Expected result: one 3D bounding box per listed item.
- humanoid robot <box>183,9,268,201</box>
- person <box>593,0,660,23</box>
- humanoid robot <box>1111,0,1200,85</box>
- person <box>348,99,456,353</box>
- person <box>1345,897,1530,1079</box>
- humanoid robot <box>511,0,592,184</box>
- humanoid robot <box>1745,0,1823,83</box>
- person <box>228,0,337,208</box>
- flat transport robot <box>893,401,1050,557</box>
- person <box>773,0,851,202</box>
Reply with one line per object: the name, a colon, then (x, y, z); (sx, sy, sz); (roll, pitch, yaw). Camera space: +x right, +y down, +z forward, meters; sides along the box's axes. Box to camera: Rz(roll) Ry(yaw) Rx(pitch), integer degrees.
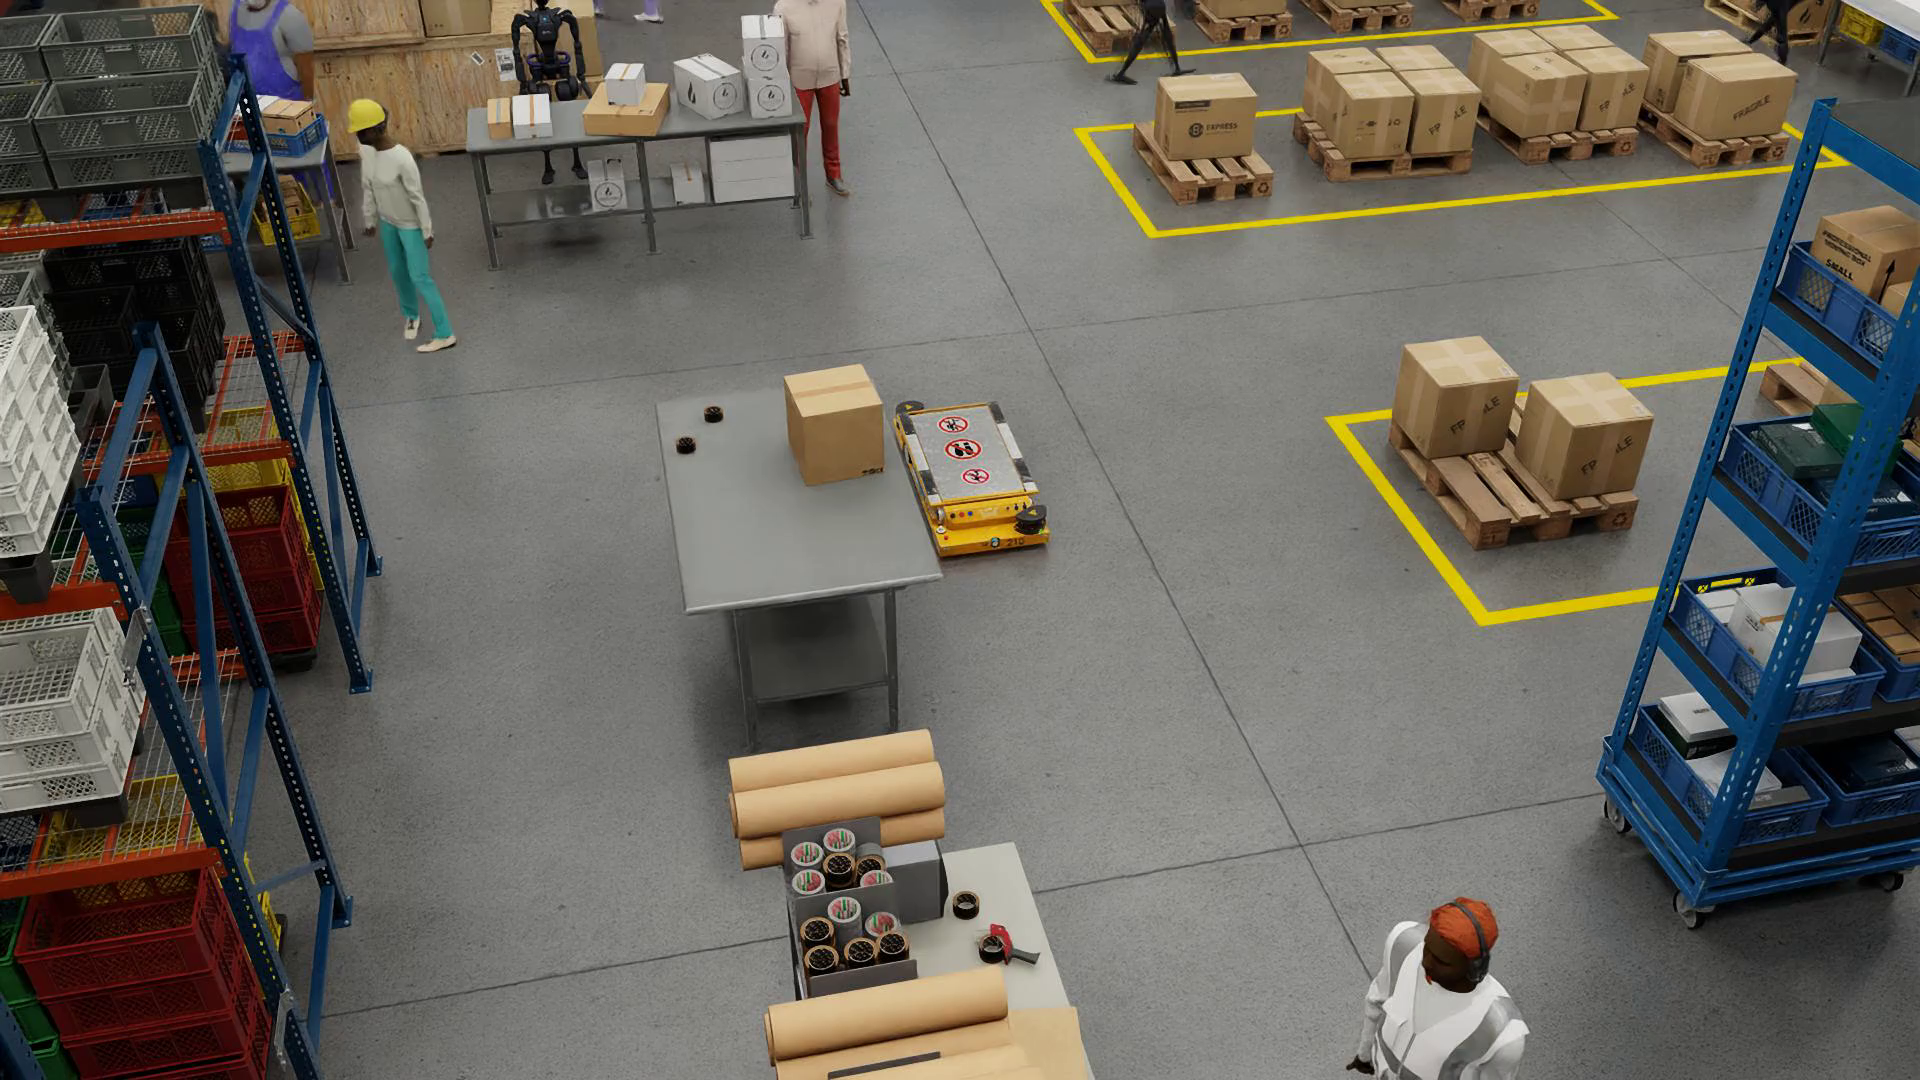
humanoid robot: (-5.553, -3.229, 12.714); (0.598, 1.665, 0.329); (-14, 39, -18)
person: (-3.445, -6.051, 16.343); (0.995, 1.872, 0.591); (17, 40, 22)
humanoid robot: (1.786, -4.931, 15.050); (0.820, 1.614, 0.601); (0, 37, 0)
person: (-3.759, -2.117, 11.161); (0.543, 1.746, 0.361); (25, 43, 29)
person: (1.570, 1.885, 5.668); (0.361, 1.882, 0.573); (-22, 42, -26)
humanoid robot: (-3.262, -3.674, 13.297); (0.585, 1.660, 0.331); (-12, 38, -16)
humanoid robot: (7.620, -5.084, 15.269); (0.647, 1.610, 0.852); (-21, 42, -26)
person: (-5.226, -3.442, 12.697); (0.719, 2.000, 0.535); (17, 40, 21)
flat transport robot: (0.046, -0.430, 10.108); (0.652, 0.197, 1.431); (-8, 37, -10)
person: (-1.138, -3.596, 12.948); (0.614, 1.986, 0.399); (-15, 39, -19)
